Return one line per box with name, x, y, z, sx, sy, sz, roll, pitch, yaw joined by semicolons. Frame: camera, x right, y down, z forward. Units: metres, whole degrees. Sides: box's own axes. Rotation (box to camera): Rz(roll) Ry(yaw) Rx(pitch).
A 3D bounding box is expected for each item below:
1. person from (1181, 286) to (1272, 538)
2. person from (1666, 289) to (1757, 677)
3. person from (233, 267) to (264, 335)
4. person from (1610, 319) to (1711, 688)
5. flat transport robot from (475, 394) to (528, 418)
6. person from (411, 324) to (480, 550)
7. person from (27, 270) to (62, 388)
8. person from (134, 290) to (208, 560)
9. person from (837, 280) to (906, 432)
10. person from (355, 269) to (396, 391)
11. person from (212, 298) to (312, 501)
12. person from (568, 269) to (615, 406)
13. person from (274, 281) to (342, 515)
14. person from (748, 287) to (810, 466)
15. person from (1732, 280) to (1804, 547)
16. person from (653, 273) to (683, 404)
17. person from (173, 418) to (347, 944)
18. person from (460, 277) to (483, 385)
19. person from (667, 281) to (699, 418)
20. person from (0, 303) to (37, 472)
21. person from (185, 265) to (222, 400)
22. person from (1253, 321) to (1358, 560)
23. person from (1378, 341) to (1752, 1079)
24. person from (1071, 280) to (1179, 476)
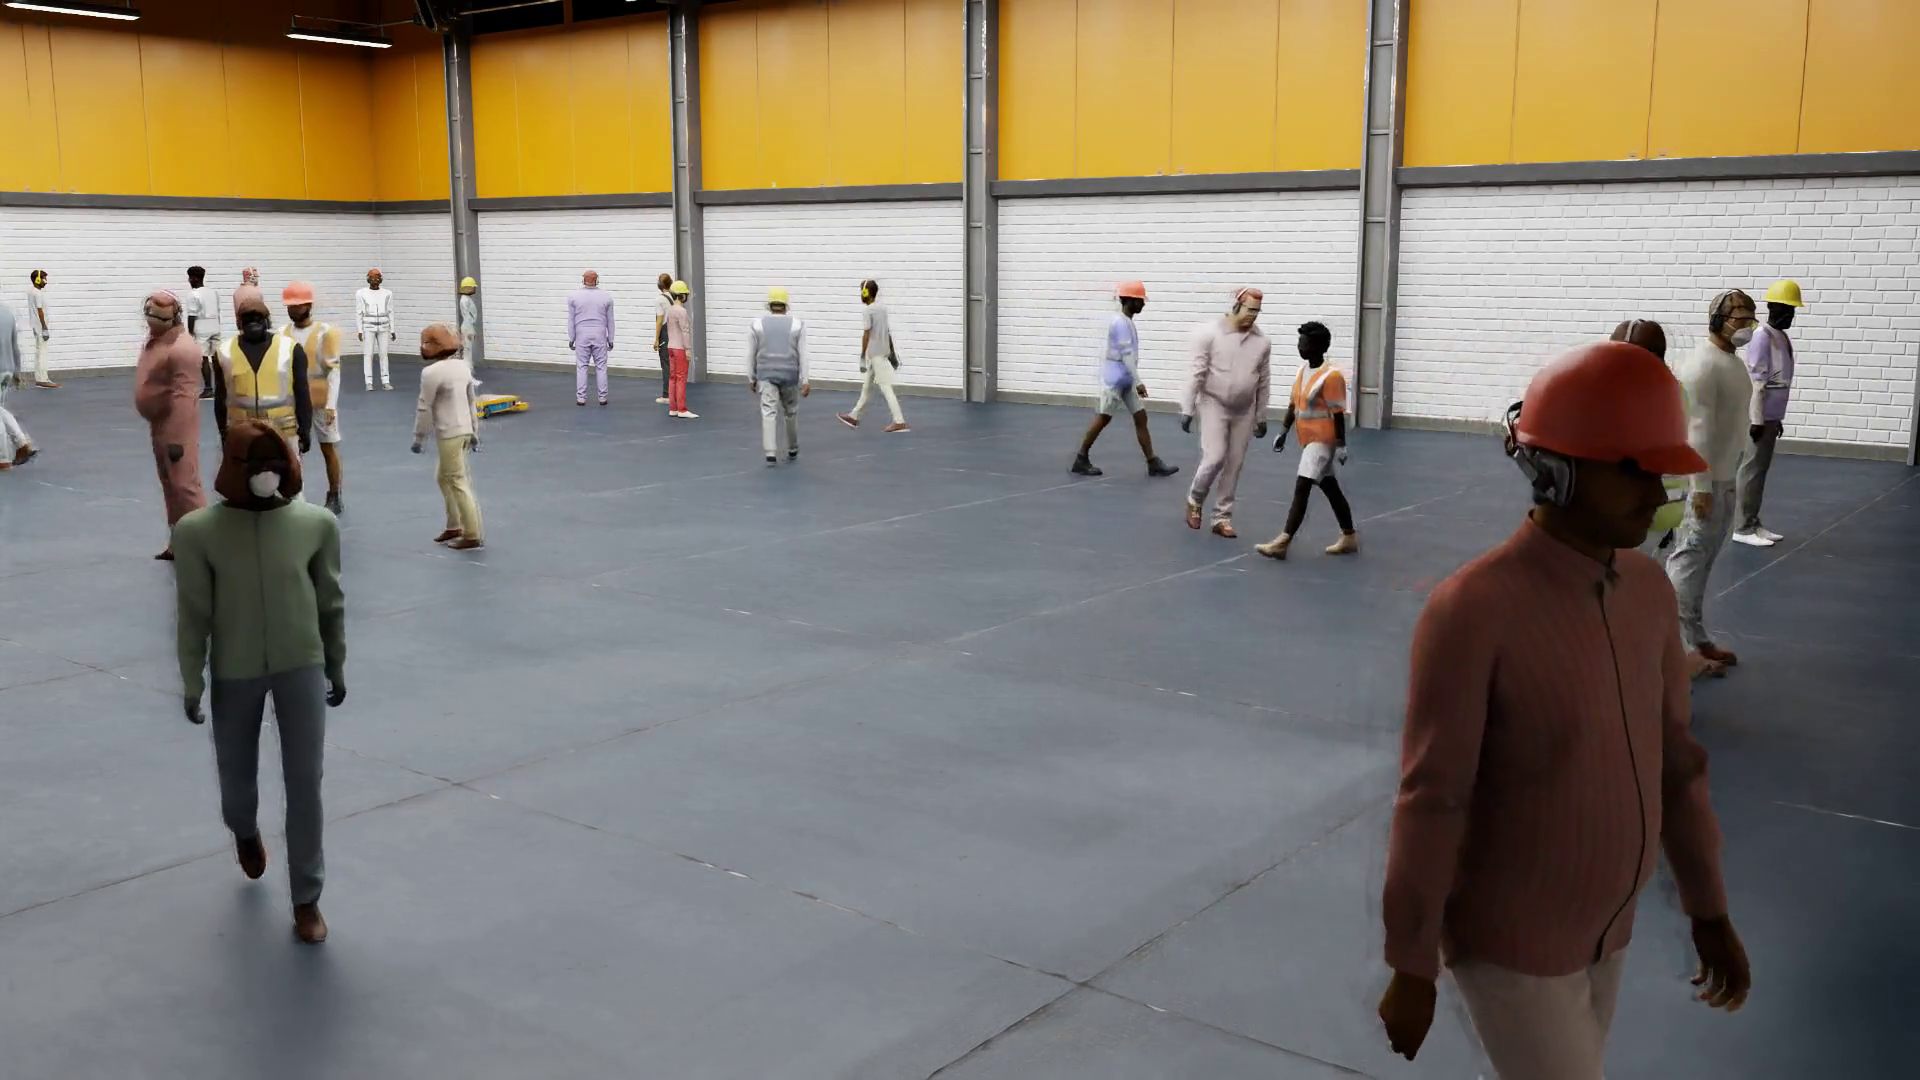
person;1.993;-0.950;12.430;0.724;1.869;0.453;-3;10;-19
person;3.803;-0.294;8.426;0.377;1.936;0.628;7;12;37
person;-10.972;-3.269;25.827;0.642;1.909;0.399;7;12;37
person;3.094;-0.086;7.560;0.503;1.826;0.642;7;12;34
flat transport robot;-6.317;-1.760;21.798;0.652;0.197;1.431;3;10;14
person;-3.692;-0.725;11.849;0.580;1.608;0.493;2;10;12
person;-14.597;-3.352;26.438;0.329;1.865;0.515;-9;13;-42
person;-5.338;-0.741;11.224;0.394;1.876;0.733;-8;13;-40
person;-1.064;-2.204;19.963;1.068;1.792;0.582;4;11;23
person;-9.060;-3.257;25.811;0.574;1.887;0.355;-6;12;-32
person;-4.810;-0.766;11.522;0.636;1.823;0.775;-3;10;-15
person;-5.159;-2.827;23.295;0.646;1.901;0.401;-3;10;-14
person;-5.174;-1.078;13.111;0.554;1.893;0.932;0;10;2
person;-1.827;-1.652;16.775;0.633;1.784;0.936;0;10;0
person;5.890;-0.924;12.125;0.383;1.924;0.589;8;12;38
person;-4.131;-2.849;23.564;0.328;1.842;0.514;7;12;35
person;-2.204;0.404;5.279;0.504;1.609;0.736;-5;11;-27
person;-7.935;-3.384;26.968;0.307;1.742;0.492;-1;10;-8
person;-3.615;-2.459;21.515;0.304;1.772;0.525;-6;12;-33
person;-9.391;-1.609;16.111;0.417;1.925;0.642;0;10;1
person;-11.009;-3.014;24.231;0.400;1.953;0.617;3;10;19
person;2.449;-0.686;11.532;0.852;1.643;0.527;-2;10;-12
person;1.096;0.671;2.710;0.647;1.962;0.777;-8;13;-40
person;1.540;-1.524;15.784;1.030;1.881;0.541;3;10;17
